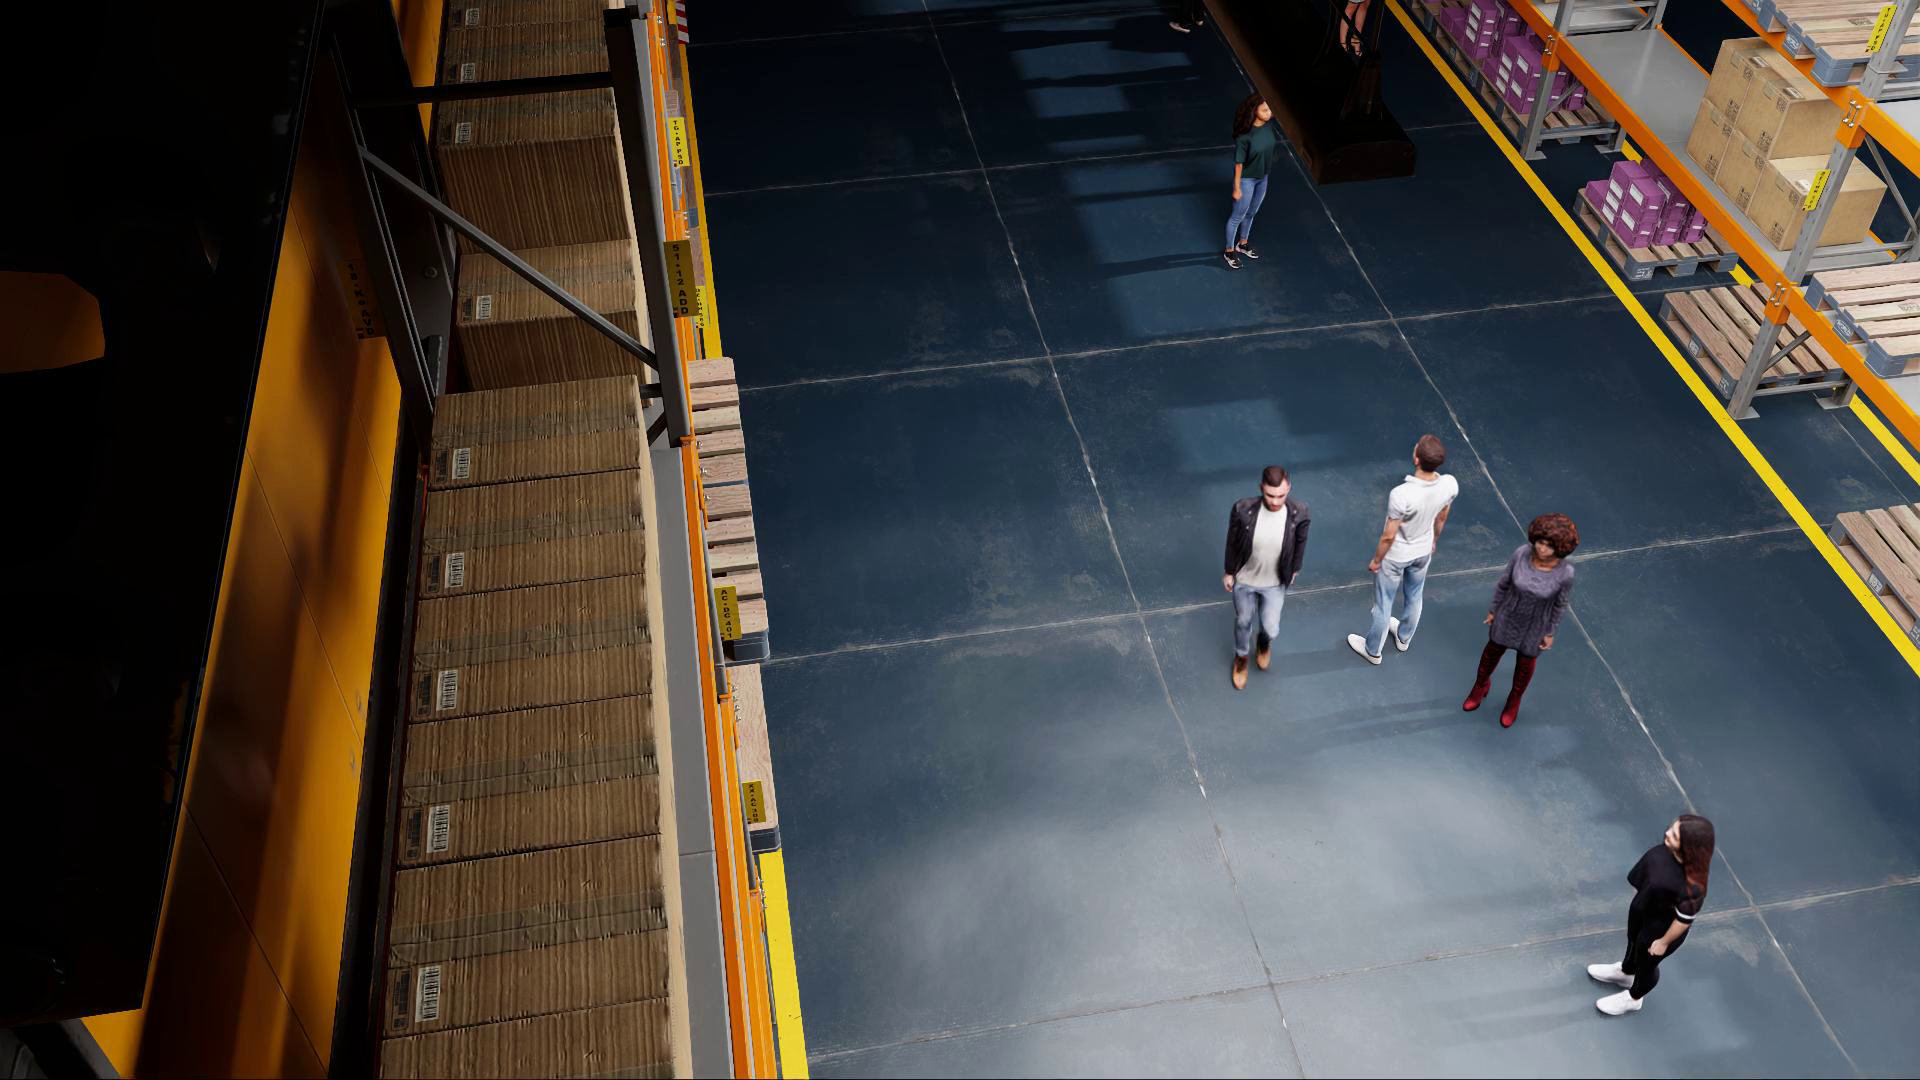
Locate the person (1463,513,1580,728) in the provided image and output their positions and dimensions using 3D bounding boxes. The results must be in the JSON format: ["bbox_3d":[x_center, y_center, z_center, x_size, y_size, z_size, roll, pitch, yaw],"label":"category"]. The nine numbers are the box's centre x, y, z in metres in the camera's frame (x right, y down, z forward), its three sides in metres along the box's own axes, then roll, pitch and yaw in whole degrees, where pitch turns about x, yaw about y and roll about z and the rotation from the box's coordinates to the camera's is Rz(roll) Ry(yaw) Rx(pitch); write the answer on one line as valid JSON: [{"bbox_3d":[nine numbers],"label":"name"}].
[{"bbox_3d":[3.542,0.500,10.450,0.658,1.711,0.720,26,50,25],"label":"person"}]

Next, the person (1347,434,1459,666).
[{"bbox_3d":[2.901,0.072,10.798,0.696,1.851,0.627,-17,46,-17],"label":"person"}]

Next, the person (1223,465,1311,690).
[{"bbox_3d":[1.927,0.169,10.714,0.751,1.827,0.765,6,44,7],"label":"person"}]

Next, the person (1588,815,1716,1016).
[{"bbox_3d":[3.750,2.009,8.920,0.726,1.638,0.601,3,44,3],"label":"person"}]

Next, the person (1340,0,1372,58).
[{"bbox_3d":[4.129,-5.778,16.960,0.672,1.822,0.675,-26,50,-25],"label":"person"}]

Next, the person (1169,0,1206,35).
[{"bbox_3d":[2.471,-6.149,17.512,0.796,1.597,0.827,-31,52,-28],"label":"person"}]

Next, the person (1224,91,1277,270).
[{"bbox_3d":[2.499,-3.123,14.322,0.711,1.617,0.748,-31,52,-28],"label":"person"}]
